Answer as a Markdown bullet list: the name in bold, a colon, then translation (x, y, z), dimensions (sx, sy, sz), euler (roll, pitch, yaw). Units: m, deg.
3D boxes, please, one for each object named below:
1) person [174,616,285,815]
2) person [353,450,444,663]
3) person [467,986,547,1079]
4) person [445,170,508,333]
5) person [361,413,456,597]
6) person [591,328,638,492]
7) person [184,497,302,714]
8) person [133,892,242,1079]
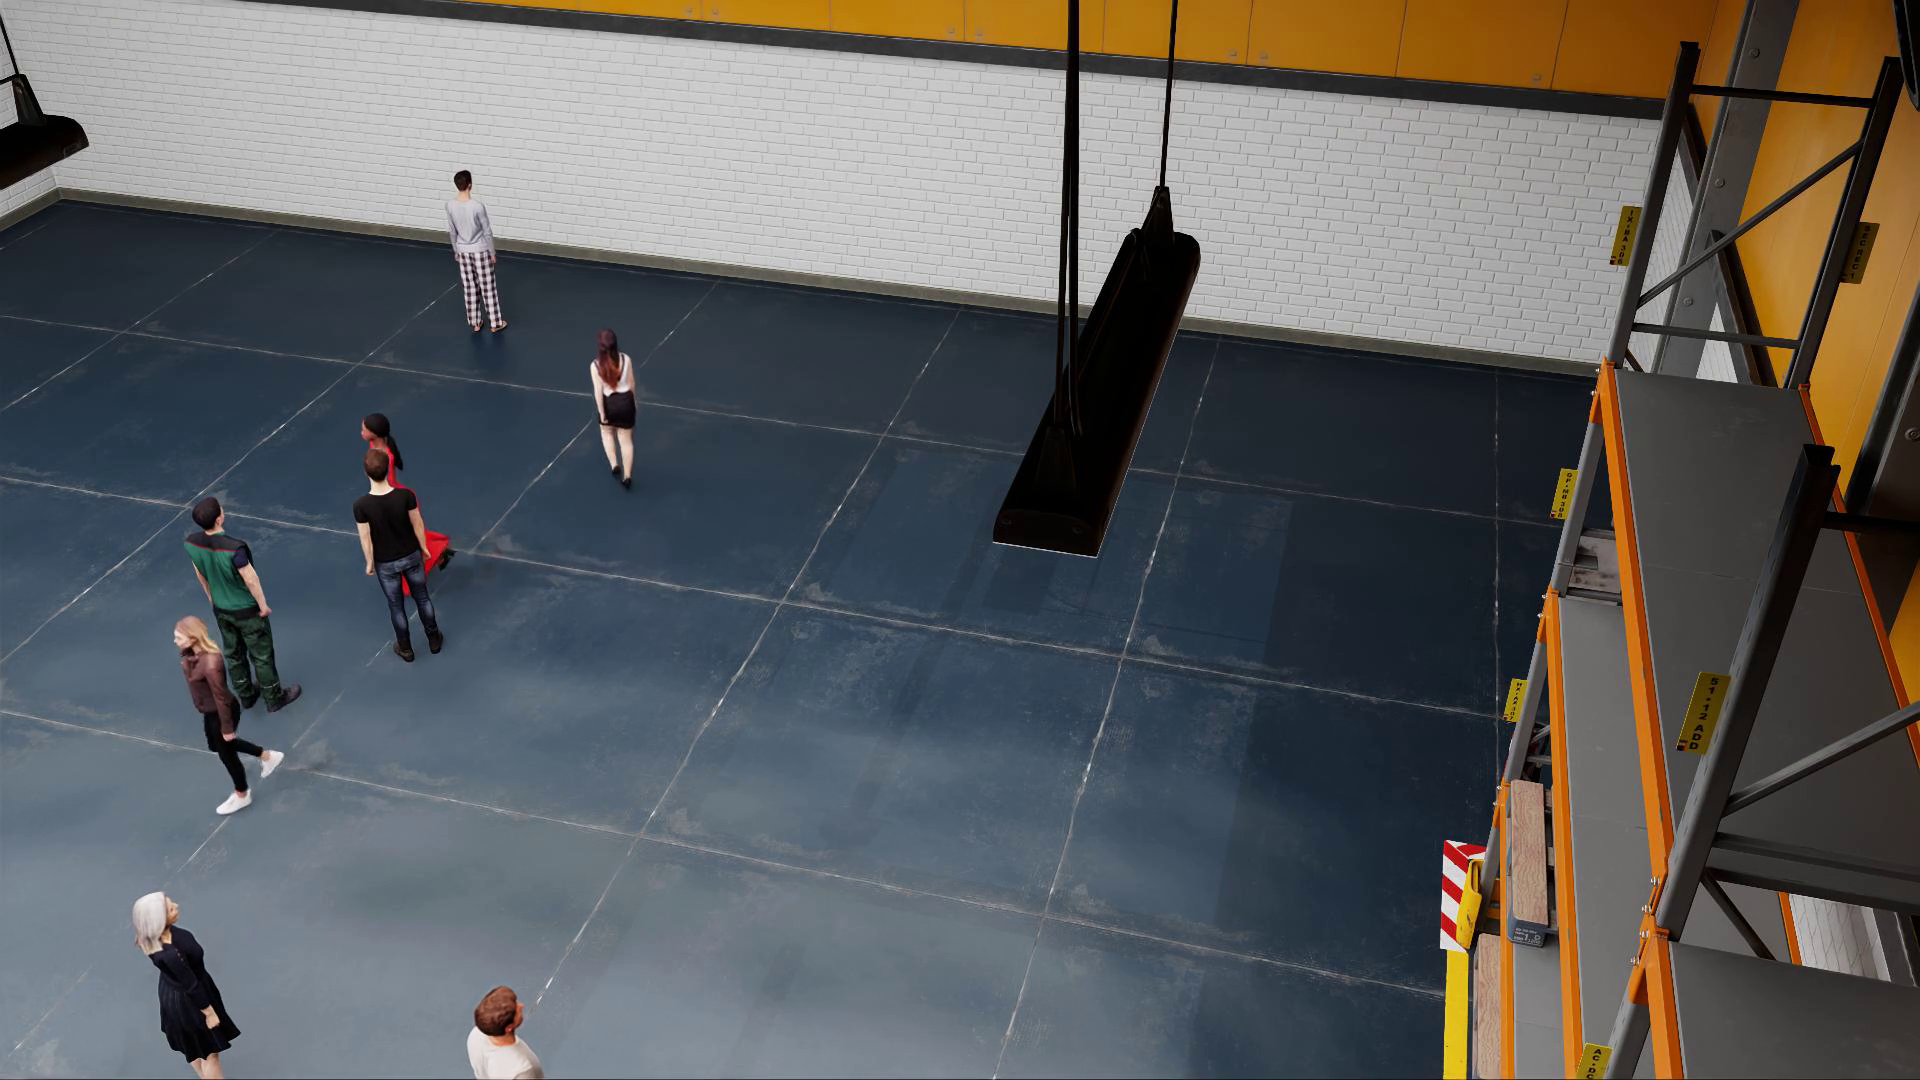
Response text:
- **person**: translation (-5.224, 1.204, 11.910), dimensions (0.927, 1.696, 0.848), euler (-23, 40, -30)
- **person**: translation (-4.510, 0.133, 13.339), dimensions (0.742, 1.897, 0.797), euler (-17, 37, -23)
- **person**: translation (-2.346, 3.091, 8.881), dimensions (0.742, 1.905, 0.734), euler (25, 41, 33)
- **person**: translation (-5.370, -3.182, 18.372), dimensions (0.655, 1.847, 0.577), euler (4, 34, 7)
- **person**: translation (-4.702, -0.294, 14.096), dimensions (0.959, 1.770, 0.918), euler (-15, 36, -21)
- **person**: translation (-3.187, -1.191, 15.570), dimensions (0.717, 1.633, 0.779), euler (-13, 36, -18)
- **person**: translation (-5.560, 0.496, 12.789), dimensions (0.658, 1.901, 0.553), euler (9, 35, 13)
- **person**: translation (-4.456, 2.683, 9.638), dimensions (0.690, 1.747, 0.709), euler (27, 42, 35)
